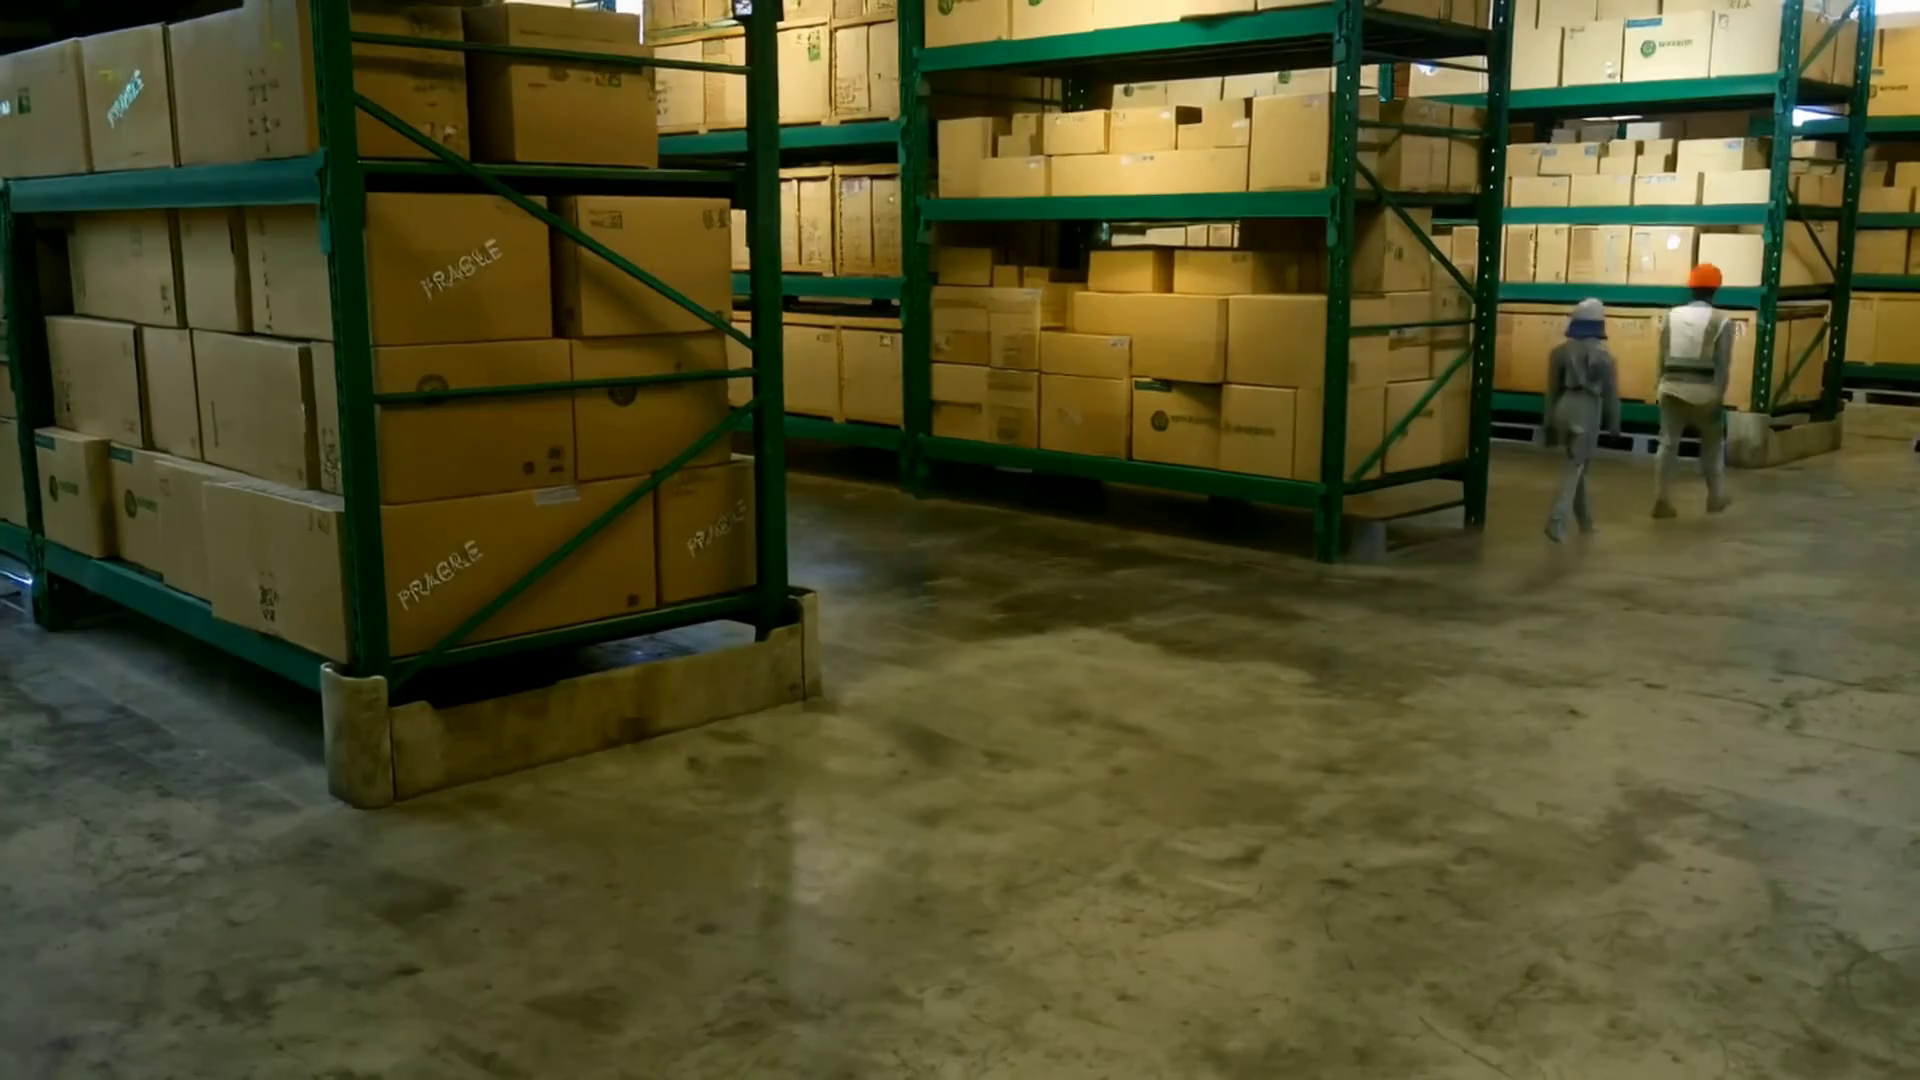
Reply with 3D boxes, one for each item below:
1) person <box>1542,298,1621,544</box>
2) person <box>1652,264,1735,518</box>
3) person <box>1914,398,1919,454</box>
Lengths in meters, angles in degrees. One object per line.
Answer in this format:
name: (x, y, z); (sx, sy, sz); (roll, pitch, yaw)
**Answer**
person: (4.312, -0.828, 11.594); (0.892, 1.701, 0.500); (-9, 14, -40)
person: (5.635, -1.132, 12.693); (0.939, 1.902, 0.612); (-9, 14, -41)
person: (9.608, -1.713, 16.226); (0.527, 1.772, 0.305); (-2, 11, -9)
